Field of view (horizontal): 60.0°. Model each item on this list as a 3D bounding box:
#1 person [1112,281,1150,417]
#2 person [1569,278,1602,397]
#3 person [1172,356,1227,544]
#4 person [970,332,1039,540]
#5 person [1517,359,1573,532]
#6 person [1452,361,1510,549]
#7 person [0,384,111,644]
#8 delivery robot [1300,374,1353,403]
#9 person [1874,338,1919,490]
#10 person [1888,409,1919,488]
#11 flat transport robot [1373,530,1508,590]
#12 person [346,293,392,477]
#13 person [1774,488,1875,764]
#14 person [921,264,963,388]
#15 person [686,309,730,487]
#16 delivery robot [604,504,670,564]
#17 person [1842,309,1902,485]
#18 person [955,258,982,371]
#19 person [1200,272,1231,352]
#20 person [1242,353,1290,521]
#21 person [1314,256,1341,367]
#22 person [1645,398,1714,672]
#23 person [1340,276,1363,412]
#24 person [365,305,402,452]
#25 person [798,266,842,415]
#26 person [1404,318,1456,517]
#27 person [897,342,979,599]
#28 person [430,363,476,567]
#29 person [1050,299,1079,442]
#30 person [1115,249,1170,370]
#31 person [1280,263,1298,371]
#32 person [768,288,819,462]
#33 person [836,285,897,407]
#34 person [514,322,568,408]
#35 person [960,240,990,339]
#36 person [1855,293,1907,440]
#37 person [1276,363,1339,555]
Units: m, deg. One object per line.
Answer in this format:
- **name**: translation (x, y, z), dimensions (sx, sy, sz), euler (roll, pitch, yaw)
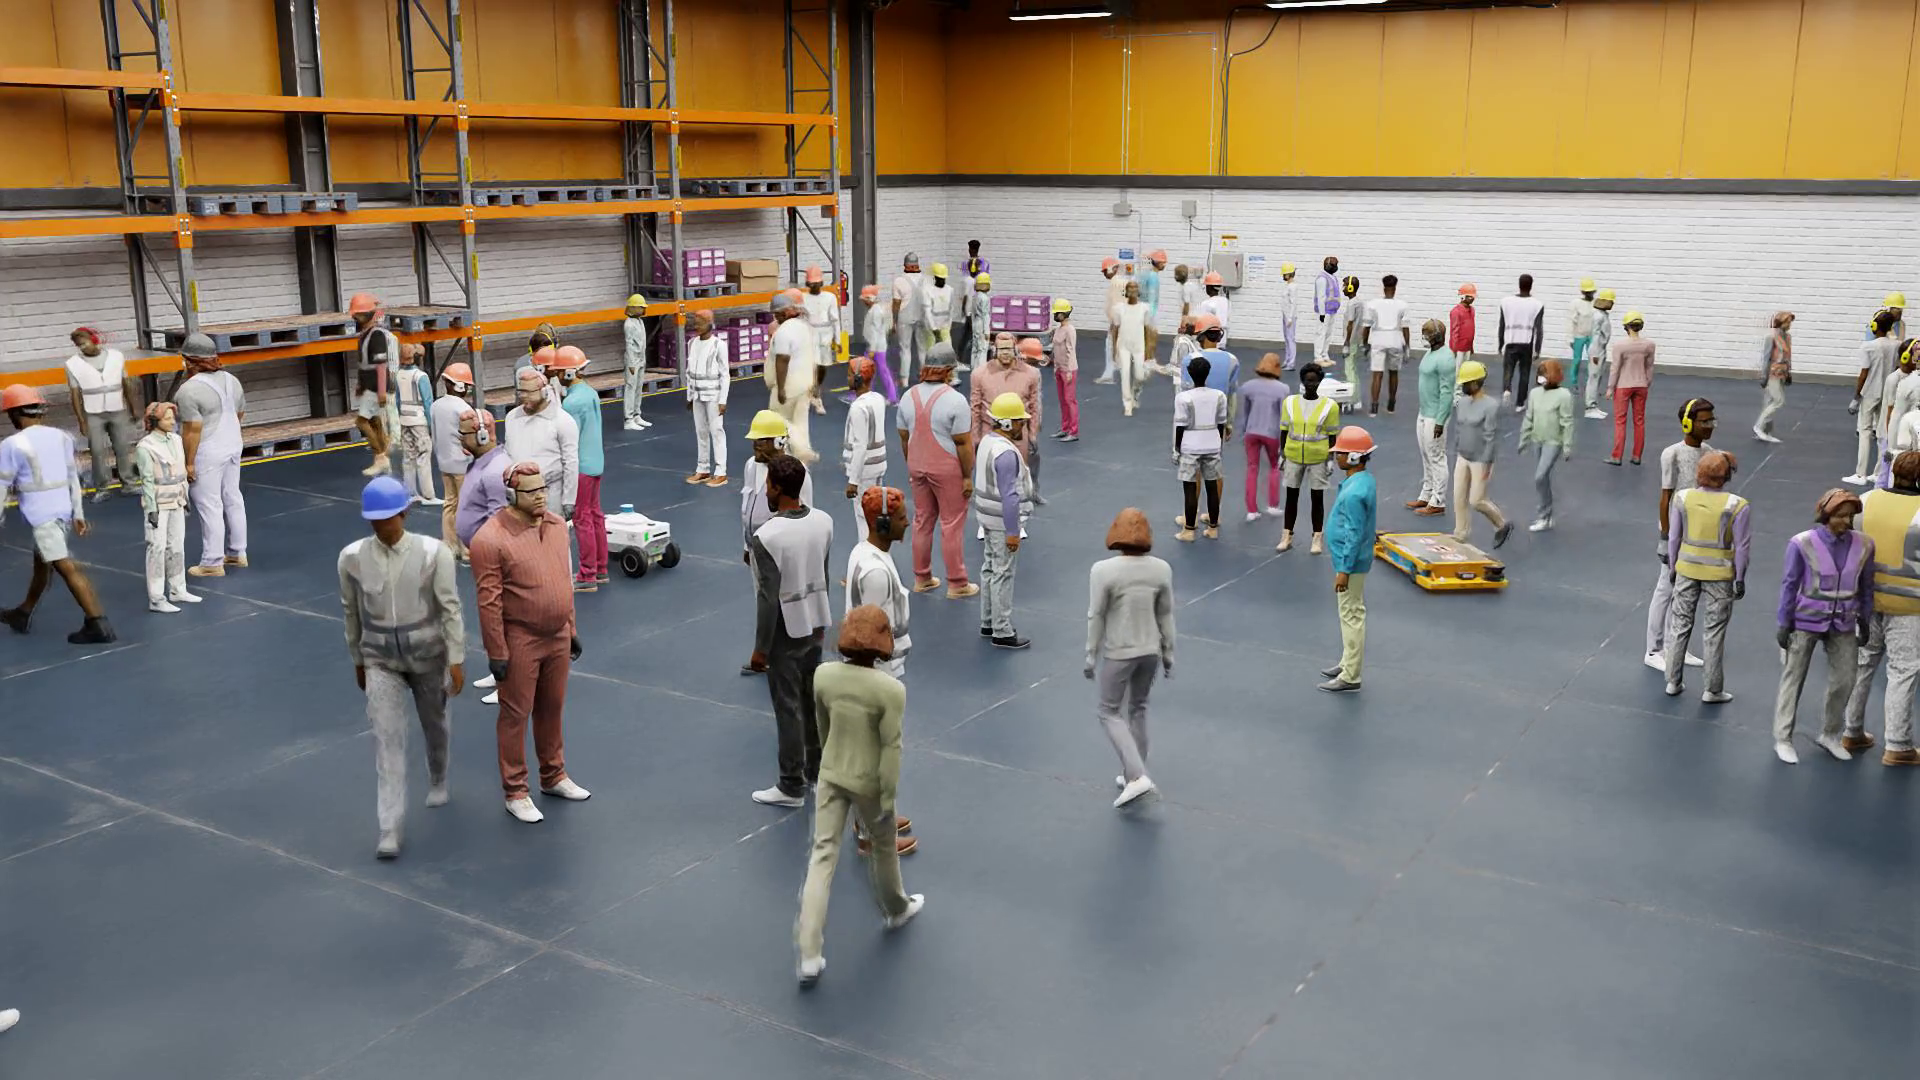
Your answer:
- **person**: translation (2.301, -2.584, 22.463), dimensions (0.518, 1.832, 0.457), euler (0, 13, 2)
- **person**: translation (9.172, -2.962, 24.344), dimensions (0.551, 1.715, 0.821), euler (-1, 13, -5)
- **person**: translation (2.164, -0.812, 15.081), dimensions (0.537, 1.696, 0.321), euler (-5, 14, -21)
- **person**: translation (0.410, -0.945, 15.201), dimensions (0.643, 1.908, 0.399), euler (-1, 13, -6)
- **person**: translation (5.415, -0.876, 15.515), dimensions (0.520, 1.614, 0.533), euler (-6, 14, -24)
- **person**: translation (4.548, -0.706, 14.522), dimensions (0.578, 1.733, 0.541), euler (-6, 14, -25)
- **person**: translation (-6.634, -0.182, 11.966), dimensions (1.034, 1.868, 0.574), euler (3, 13, 13)
- **delivery robot**: translation (4.989, -2.020, 22.620), dimensions (0.707, 0.478, 0.477), euler (-5, 14, -22)
- **person**: translation (8.502, -0.897, 15.087), dimensions (0.326, 1.865, 0.518), euler (10, 16, 37)
- **person**: translation (7.603, -0.410, 12.956), dimensions (0.611, 1.886, 0.953), euler (12, 18, 42)
- **flat transport robot**: translation (4.006, 0.150, 14.031), dimensions (0.652, 0.197, 1.431), euler (-2, 13, -7)
- **person**: translation (-6.437, -1.672, 18.074), dimensions (0.460, 2.023, 0.659), euler (-6, 14, -26)
- **person**: translation (4.952, 0.500, 9.549), dimensions (0.535, 1.633, 0.317), euler (0, 13, 1)
- **person**: translation (-0.297, -3.237, 25.221), dimensions (0.584, 1.869, 0.973), euler (-7, 15, -27)
- **person**: translation (-2.701, -1.513, 17.710), dimensions (0.584, 1.883, 0.345), euler (10, 16, 37)
- **delivery robot**: translation (-2.811, -0.058, 14.107), dimensions (0.707, 0.478, 0.477), euler (8, 15, 30)
- **person**: translation (9.757, -1.517, 17.756), dimensions (0.519, 1.874, 0.327), euler (-2, 13, -9)
- **person**: translation (0.247, -3.655, 27.090), dimensions (0.775, 1.837, 0.553), euler (1, 13, 6)
- **person**: translation (3.421, -2.659, 22.565), dimensions (0.546, 1.939, 0.375), euler (-12, 18, -42)
- **person**: translation (2.958, -1.002, 16.078), dimensions (0.515, 1.610, 0.566), euler (7, 15, 29)
- **person**: translation (6.148, -3.825, 27.856), dimensions (0.429, 1.835, 0.629), euler (8, 15, 30)
- **person**: translation (4.938, -0.028, 11.325), dimensions (0.509, 1.862, 0.328), euler (-9, 16, -34)
- **person**: translation (5.401, -2.701, 22.945), dimensions (0.340, 1.857, 0.518), euler (5, 14, 21)
- **person**: translation (-6.911, -1.927, 19.799), dimensions (0.564, 1.749, 0.334), euler (8, 15, 31)
- **person**: translation (-1.981, -2.762, 22.858), dimensions (0.614, 2.016, 0.944), euler (-5, 14, -20)
- **person**: translation (4.613, -1.194, 16.220), dimensions (0.355, 1.933, 0.636), euler (0, 13, 0)
- **person**: translation (-0.132, -0.565, 13.258), dimensions (0.677, 2.000, 0.536), euler (10, 16, 37)
- **person**: translation (-4.274, -0.648, 14.265), dimensions (0.574, 1.740, 0.345), euler (11, 17, 39)
- **person**: translation (1.271, -2.094, 20.516), dimensions (0.350, 1.759, 0.522), euler (-4, 14, -18)
- **person**: translation (2.967, -3.736, 27.139), dimensions (0.851, 2.003, 0.626), euler (1, 13, 6)
- **person**: translation (5.369, -3.648, 27.251), dimensions (0.322, 1.761, 0.522), euler (0, 13, -1)
- **person**: translation (-1.904, -1.875, 19.039), dimensions (0.611, 1.995, 0.381), euler (6, 14, 25)
- **person**: translation (-1.282, -2.697, 23.224), dimensions (0.877, 1.702, 0.582), euler (-5, 14, -20)
- **person**: translation (-3.879, -1.084, 15.732), dimensions (0.638, 1.938, 0.357), euler (4, 13, 15)
- **person**: translation (0.264, -4.566, 30.775), dimensions (0.607, 1.966, 0.367), euler (-9, 16, -34)
- **person**: translation (11.461, -2.150, 20.623), dimensions (0.591, 1.823, 0.404), euler (-5, 14, -22)
- **person**: translation (3.056, -0.717, 14.661), dimensions (0.530, 1.699, 0.321), euler (6, 14, 24)
